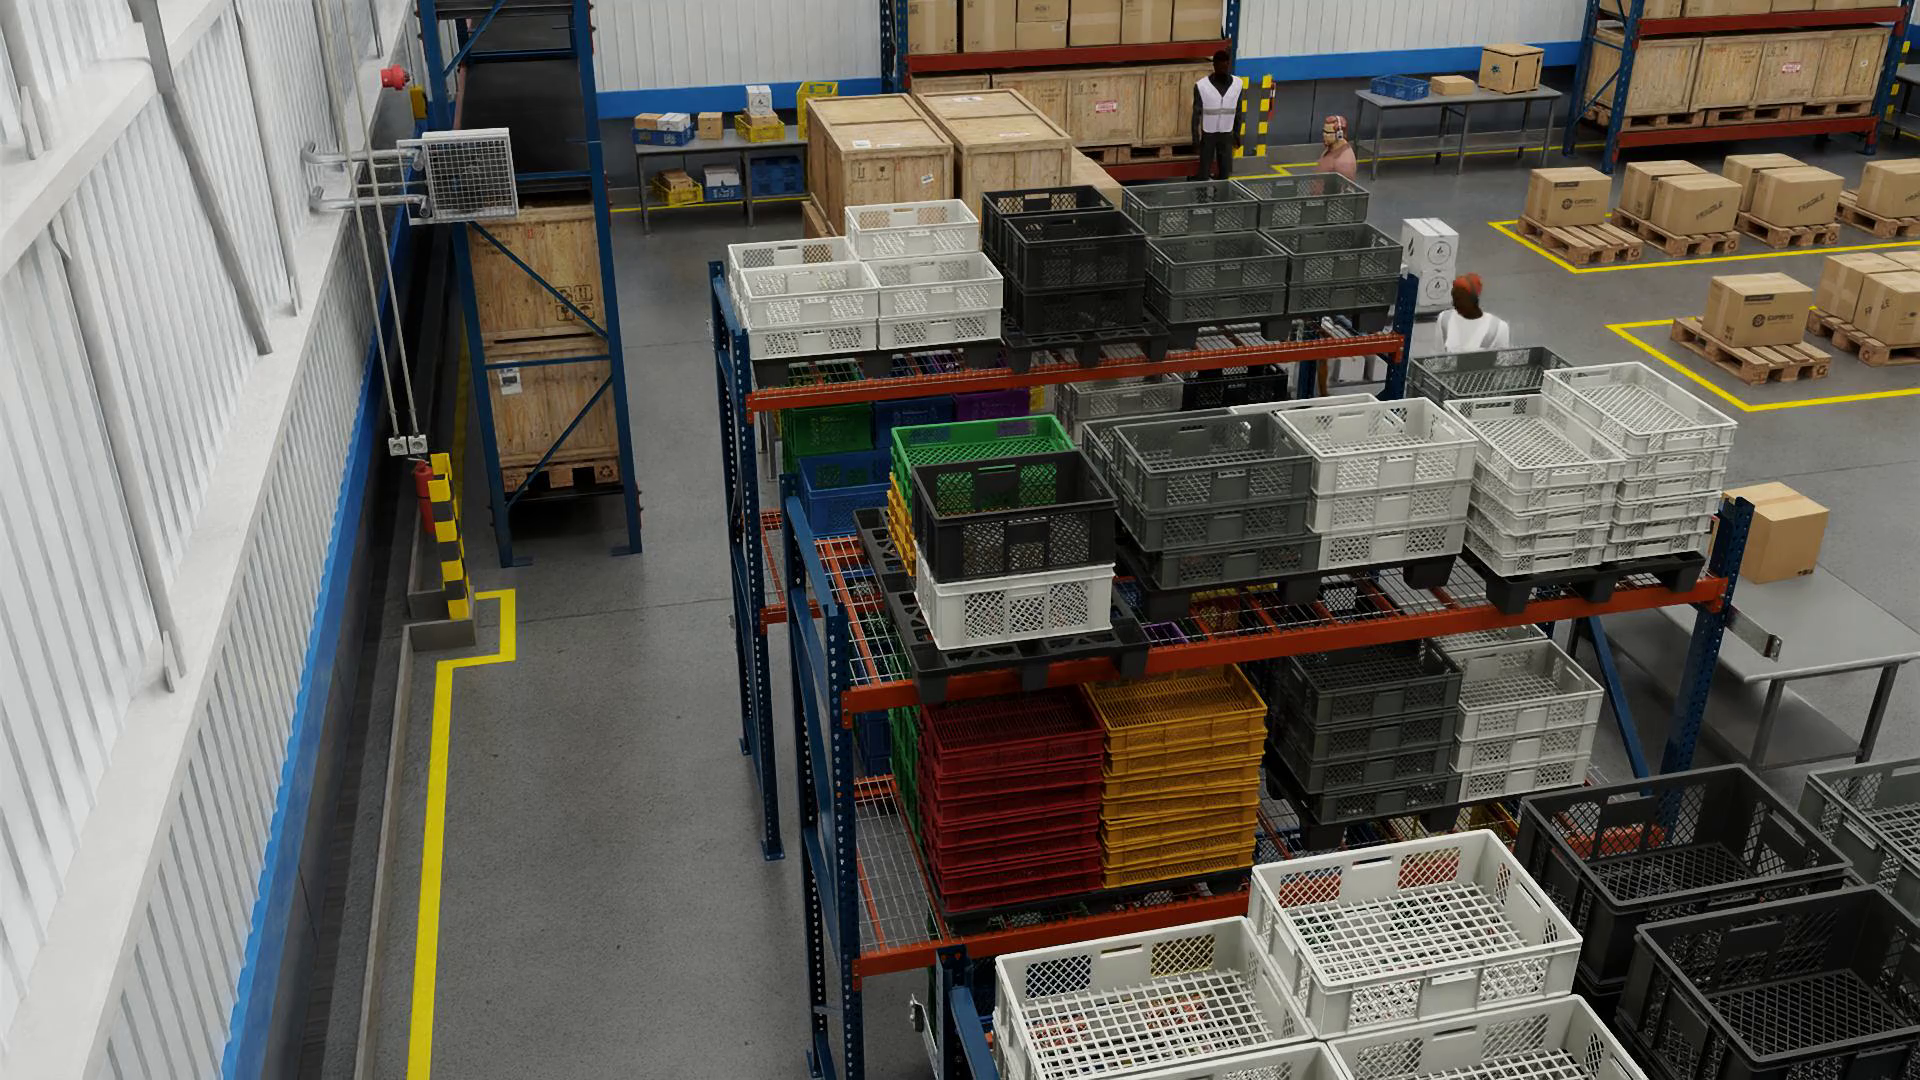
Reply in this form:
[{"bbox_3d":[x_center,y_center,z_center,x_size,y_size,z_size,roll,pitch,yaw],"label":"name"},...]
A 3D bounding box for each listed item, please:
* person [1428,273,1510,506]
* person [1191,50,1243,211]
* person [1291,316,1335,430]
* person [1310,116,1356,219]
[{"bbox_3d":[3.818,-1.100,12.417,0.668,1.858,0.456,24,36,37],"label":"person"},{"bbox_3d":[2.944,-4.679,19.157,0.598,1.907,0.407,-6,28,-11],"label":"person"},{"bbox_3d":[2.647,-1.119,12.451,0.330,1.859,0.512,-4,28,-8],"label":"person"},{"bbox_3d":[3.643,-3.241,16.440,0.400,1.900,0.648,0,28,1],"label":"person"}]
